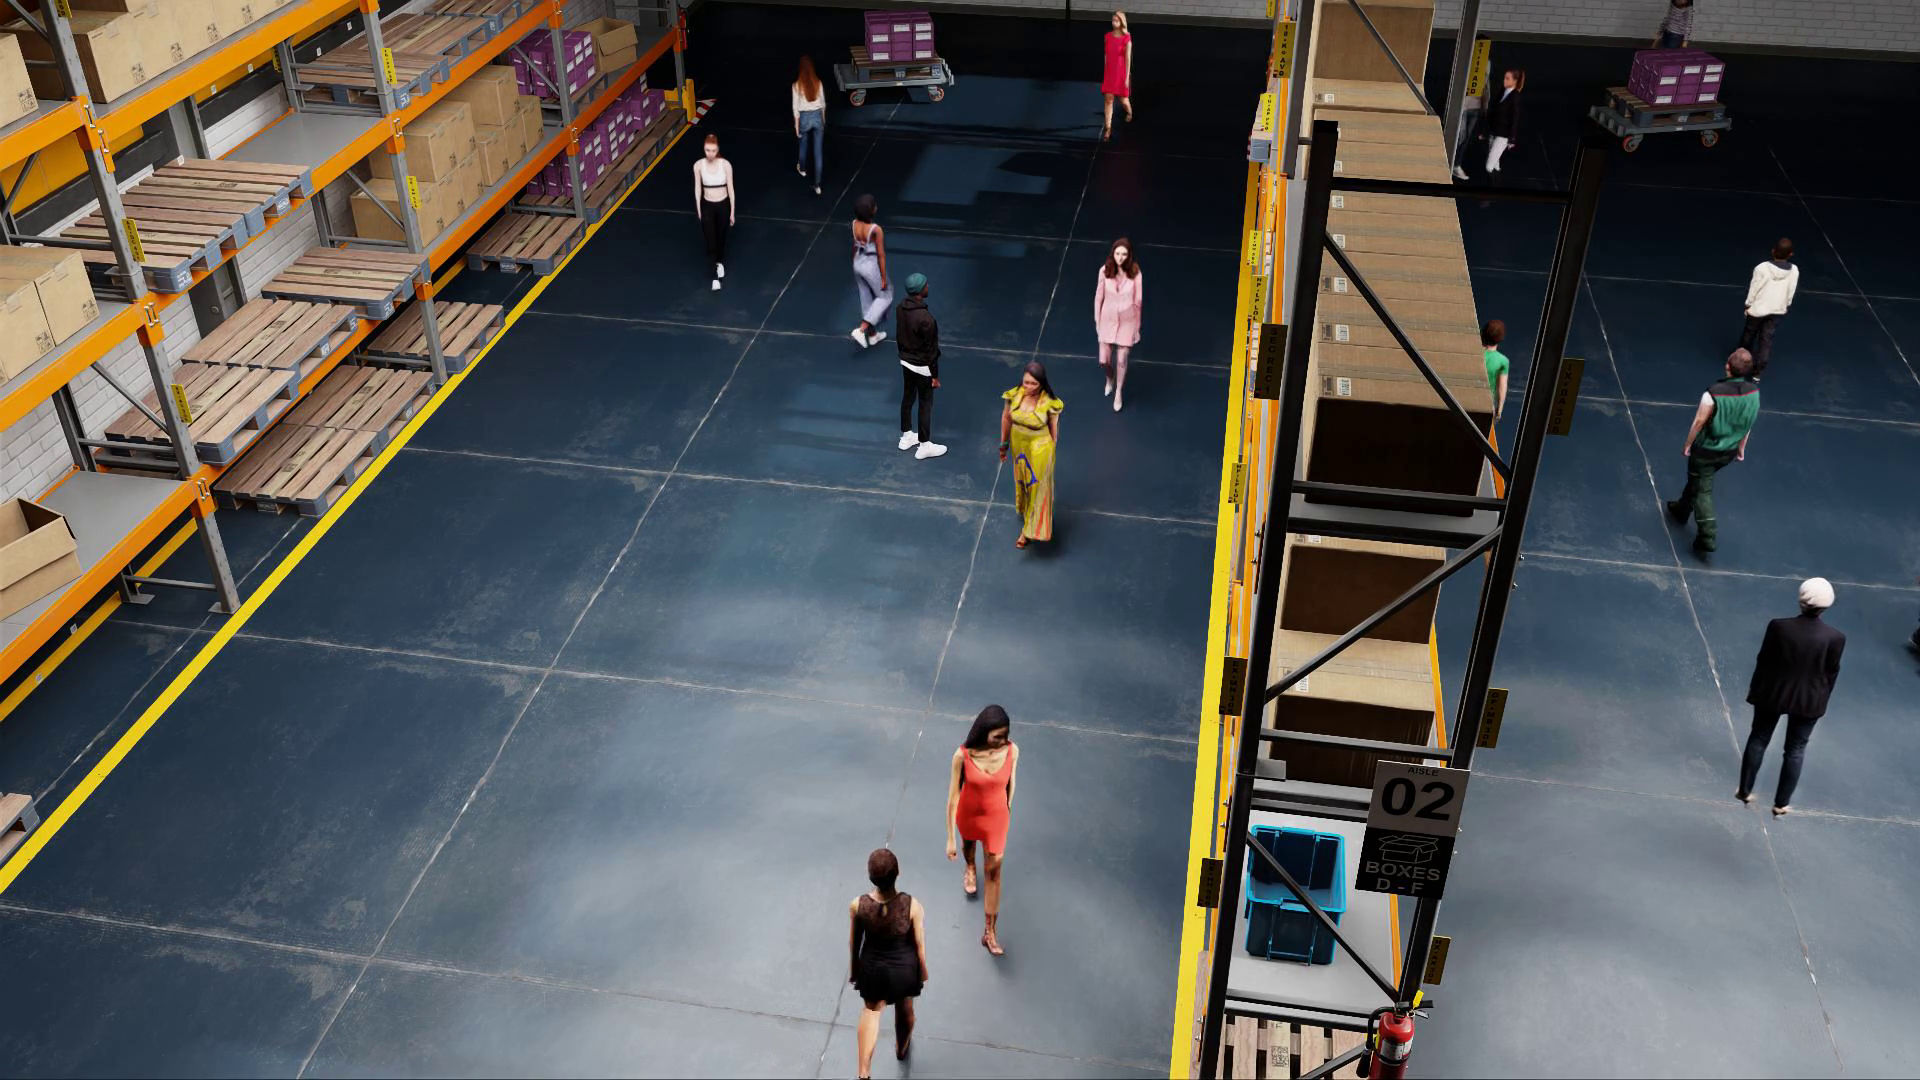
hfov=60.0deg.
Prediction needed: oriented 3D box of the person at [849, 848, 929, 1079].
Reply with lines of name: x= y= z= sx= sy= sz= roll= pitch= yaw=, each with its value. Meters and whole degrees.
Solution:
person: x=-0.423 y=2.458 z=9.309 sx=0.637 sy=1.661 sz=0.886 roll=4 pitch=34 yaw=7

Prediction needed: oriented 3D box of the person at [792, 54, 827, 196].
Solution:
person: x=-1.841 y=-5.151 z=20.733 sx=0.904 sy=1.688 sz=1.172 roll=-8 pitch=34 yaw=-12

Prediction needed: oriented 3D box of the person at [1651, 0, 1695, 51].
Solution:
person: x=10.082 y=-6.978 z=23.399 sx=0.768 sy=1.779 sz=0.683 roll=-10 pitch=35 yaw=-15

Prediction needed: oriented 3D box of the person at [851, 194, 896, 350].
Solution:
person: x=-0.970 y=-2.721 z=17.078 sx=0.803 sy=1.685 sz=0.923 roll=25 pitch=41 yaw=32

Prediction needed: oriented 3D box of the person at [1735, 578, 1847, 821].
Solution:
person: x=5.300 y=1.012 z=10.529 sx=0.803 sy=1.778 sz=0.723 roll=20 pitch=38 yaw=27

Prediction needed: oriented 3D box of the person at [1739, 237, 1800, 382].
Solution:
person: x=8.080 y=-2.278 z=16.647 sx=0.682 sy=1.426 sz=0.992 roll=11 pitch=35 yaw=16

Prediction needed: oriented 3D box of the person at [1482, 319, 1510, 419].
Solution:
person: x=4.569 y=-1.168 z=14.780 sx=0.688 sy=1.643 sz=0.717 roll=14 pitch=36 yaw=21

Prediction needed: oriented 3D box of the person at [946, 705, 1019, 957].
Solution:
person: x=0.114 y=1.687 z=10.472 sx=0.872 sy=1.657 sz=1.217 roll=-3 pitch=34 yaw=-5

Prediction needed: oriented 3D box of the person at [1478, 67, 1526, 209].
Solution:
person: x=6.689 y=-4.938 z=20.386 sx=0.781 sy=1.716 sz=0.721 roll=-12 pitch=35 yaw=-17

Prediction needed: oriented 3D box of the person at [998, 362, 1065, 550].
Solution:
person: x=0.632 y=-0.818 z=14.284 sx=0.966 sy=1.609 sz=1.291 roll=14 pitch=36 yaw=20

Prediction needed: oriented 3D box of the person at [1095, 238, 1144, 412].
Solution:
person: x=1.549 y=-2.114 z=16.071 sx=0.622 sy=1.790 sz=0.662 roll=6 pitch=34 yaw=9

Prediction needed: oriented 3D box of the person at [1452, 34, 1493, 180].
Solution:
person: x=6.396 y=-5.527 z=21.158 sx=0.860 sy=1.843 sz=0.905 roll=-16 pitch=37 yaw=-22

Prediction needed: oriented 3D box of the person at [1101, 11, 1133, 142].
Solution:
person: x=2.163 y=-6.278 z=22.419 sx=0.787 sy=1.698 sz=1.063 roll=17 pitch=37 yaw=24

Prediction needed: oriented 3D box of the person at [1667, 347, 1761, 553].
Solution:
person: x=6.365 y=-0.738 z=13.983 sx=0.880 sy=1.811 sz=1.190 roll=-4 pitch=34 yaw=-6

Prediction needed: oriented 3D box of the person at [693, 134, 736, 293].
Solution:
person: x=-2.705 y=-3.681 z=18.507 sx=0.822 sy=1.702 sz=1.182 roll=-5 pitch=34 yaw=-7

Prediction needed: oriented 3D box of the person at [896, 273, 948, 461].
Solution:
person: x=-0.390 y=-1.622 z=15.307 sx=0.799 sy=1.818 sz=0.756 roll=-24 pitch=40 yaw=-31
